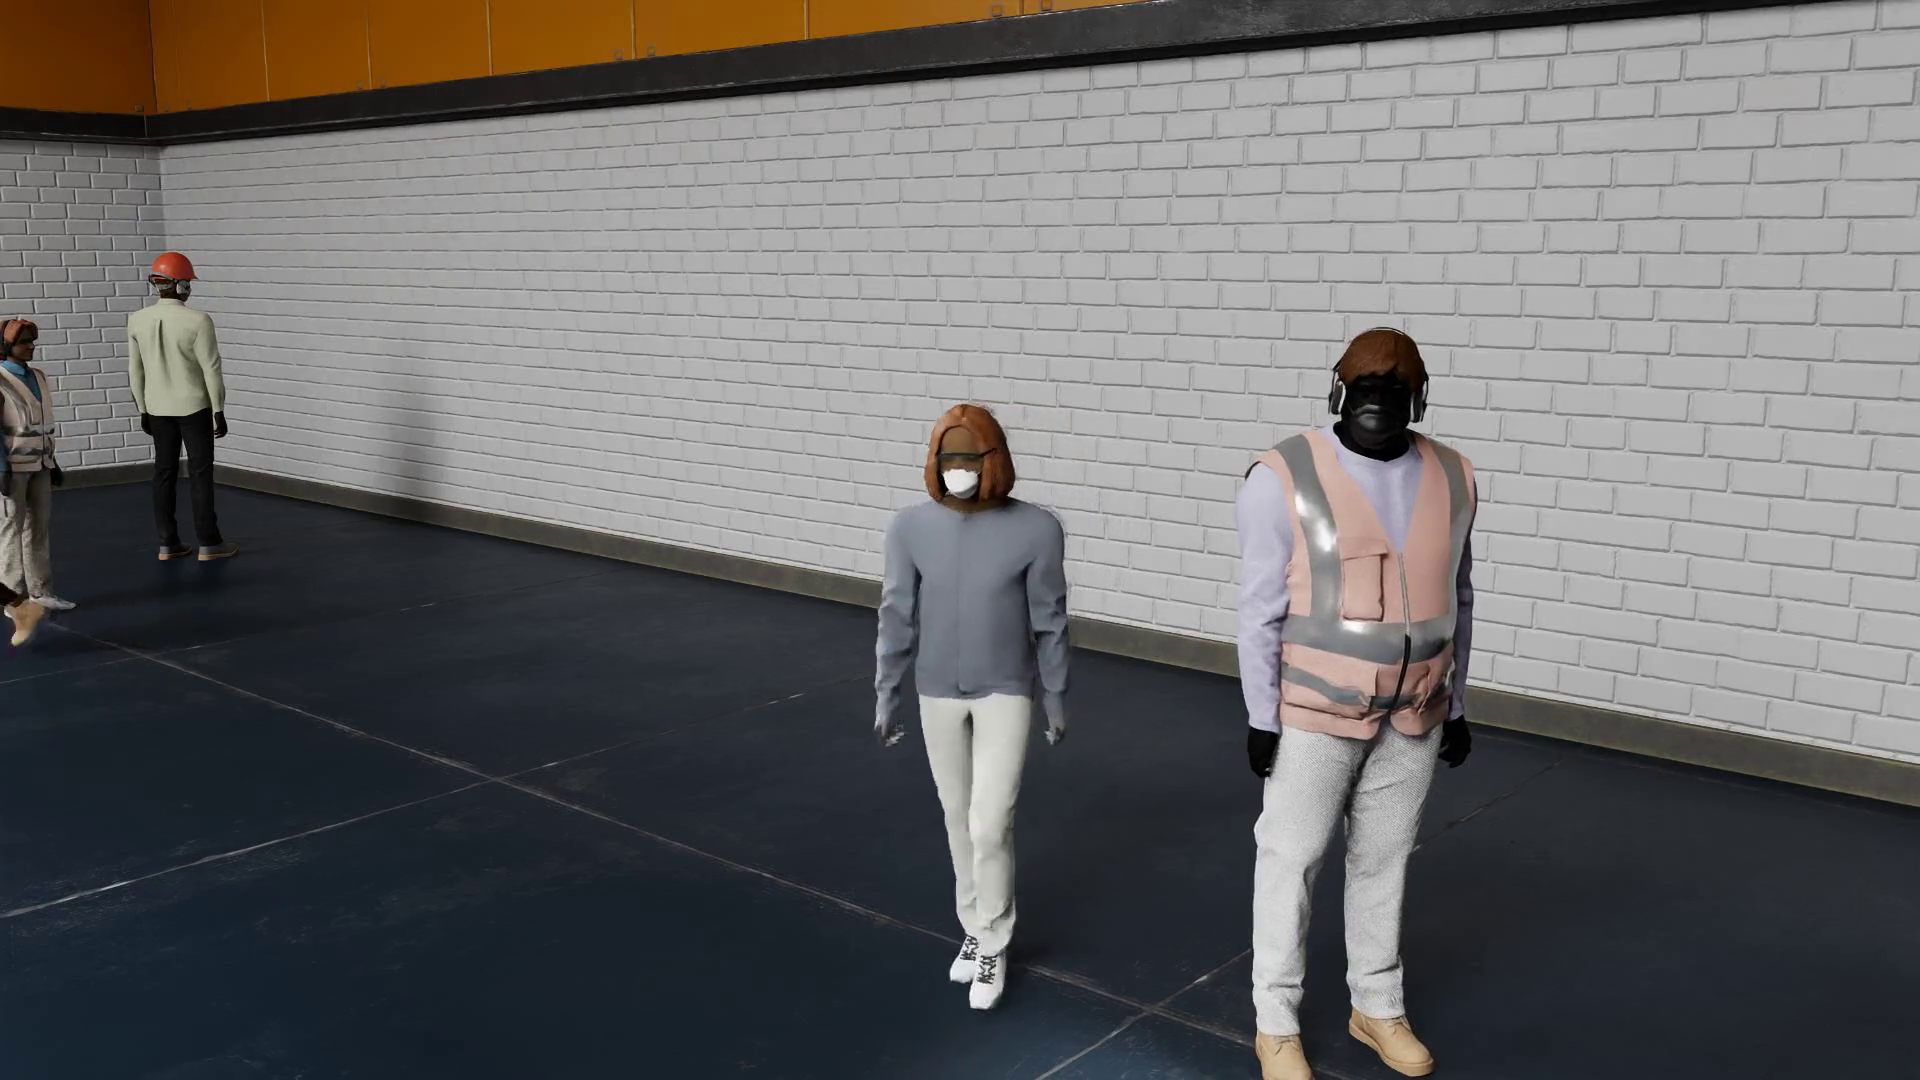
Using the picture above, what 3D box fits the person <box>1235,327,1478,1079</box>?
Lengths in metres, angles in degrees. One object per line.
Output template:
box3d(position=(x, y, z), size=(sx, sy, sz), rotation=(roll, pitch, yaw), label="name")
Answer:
box3d(position=(0.968, 0.411, 4.022), size=(0.624, 1.841, 0.430), rotation=(-3, 10, -15), label="person")

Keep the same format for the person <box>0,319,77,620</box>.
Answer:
box3d(position=(-5.126, -0.386, 9.113), size=(0.310, 1.642, 0.514), rotation=(1, 10, 4), label="person")

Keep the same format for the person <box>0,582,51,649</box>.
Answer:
box3d(position=(-4.831, -0.207, 8.035), size=(0.569, 1.671, 0.540), rotation=(-4, 11, -23), label="person")

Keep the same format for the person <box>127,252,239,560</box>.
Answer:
box3d(position=(-5.044, -0.856, 10.785), size=(0.622, 1.993, 0.382), rotation=(2, 10, 9), label="person")

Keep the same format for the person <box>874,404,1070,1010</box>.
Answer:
box3d(position=(0.014, 0.445, 4.450), size=(0.516, 1.609, 0.555), rotation=(3, 11, 19), label="person")
